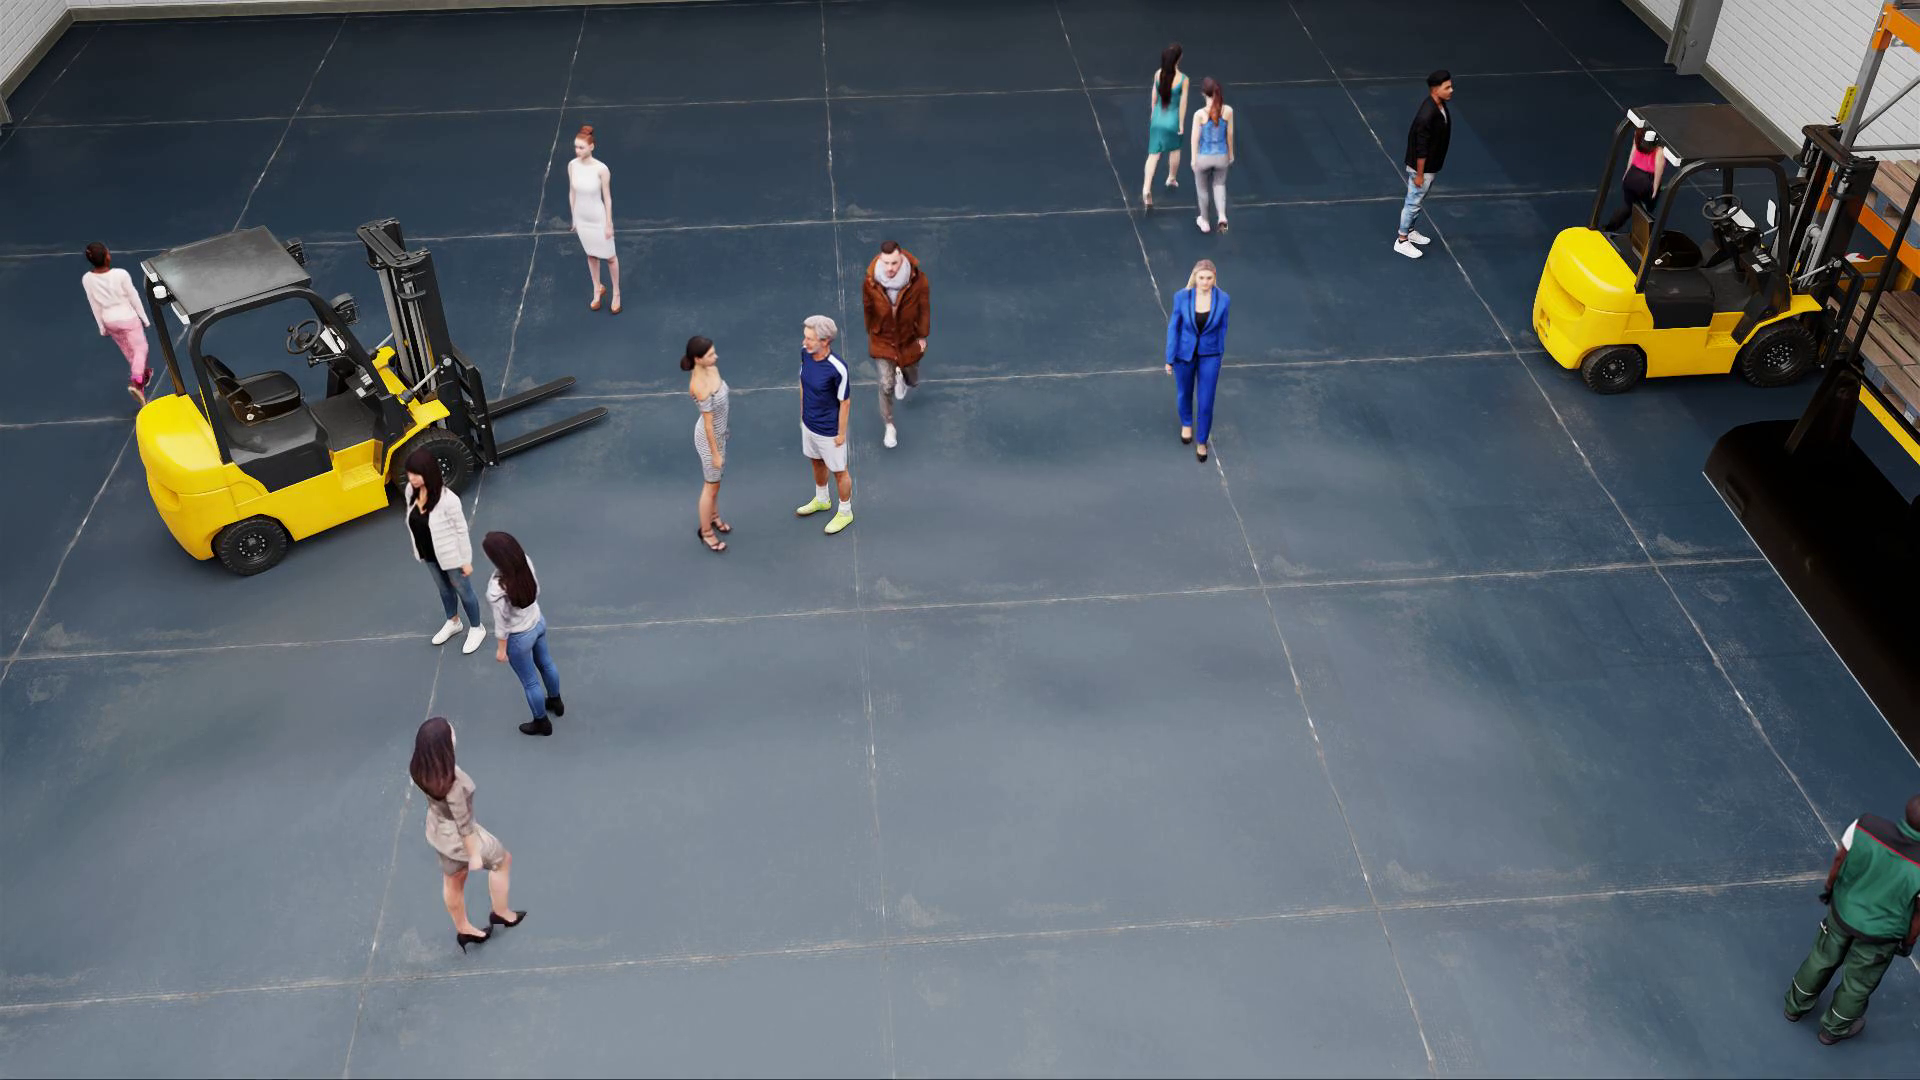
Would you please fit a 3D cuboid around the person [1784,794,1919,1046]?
[{"bbox_3d":[4.805,1.990,8.793,0.845,1.840,0.738,-25,45,-28],"label":"person"}]

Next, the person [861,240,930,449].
[{"bbox_3d":[-0.514,-1.644,13.370,0.672,1.806,0.974,0,39,1],"label":"person"}]

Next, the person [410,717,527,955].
[{"bbox_3d":[-2.854,1.707,9.236,0.773,1.728,0.831,26,46,29],"label":"person"}]

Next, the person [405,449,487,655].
[{"bbox_3d":[-3.530,0.056,11.376,0.702,1.638,0.713,16,41,19],"label":"person"}]

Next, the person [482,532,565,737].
[{"bbox_3d":[-2.803,0.590,10.711,0.730,1.633,0.583,11,40,14],"label":"person"}]

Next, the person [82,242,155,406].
[{"bbox_3d":[-7.018,-1.810,13.880,0.584,1.428,0.915,-6,39,-7],"label":"person"}]

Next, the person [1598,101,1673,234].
[{"bbox_3d":[6.342,-3.322,15.601,0.797,1.644,0.835,-15,41,-18],"label":"person"}]

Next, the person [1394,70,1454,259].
[{"bbox_3d":[4.413,-3.612,15.828,0.849,1.813,0.738,19,42,22],"label":"person"}]

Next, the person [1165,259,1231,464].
[{"bbox_3d":[1.876,-1.513,13.305,0.715,1.683,0.830,5,39,7],"label":"person"}]

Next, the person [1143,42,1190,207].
[{"bbox_3d":[2.022,-4.105,16.576,0.912,1.651,1.095,17,42,20],"label":"person"}]

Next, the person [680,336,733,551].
[{"bbox_3d":[-1.832,-0.716,12.200,0.666,1.816,0.502,0,39,0],"label":"person"}]

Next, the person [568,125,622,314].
[{"bbox_3d":[-3.263,-2.854,14.895,0.628,1.793,0.603,12,40,15],"label":"person"}]

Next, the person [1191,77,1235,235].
[{"bbox_3d":[2.439,-3.645,16.051,0.621,1.588,0.821,-4,39,-5],"label":"person"}]

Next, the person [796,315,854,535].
[{"bbox_3d":[-1.006,-0.888,12.397,0.781,1.838,0.698,-31,48,-33],"label":"person"}]
